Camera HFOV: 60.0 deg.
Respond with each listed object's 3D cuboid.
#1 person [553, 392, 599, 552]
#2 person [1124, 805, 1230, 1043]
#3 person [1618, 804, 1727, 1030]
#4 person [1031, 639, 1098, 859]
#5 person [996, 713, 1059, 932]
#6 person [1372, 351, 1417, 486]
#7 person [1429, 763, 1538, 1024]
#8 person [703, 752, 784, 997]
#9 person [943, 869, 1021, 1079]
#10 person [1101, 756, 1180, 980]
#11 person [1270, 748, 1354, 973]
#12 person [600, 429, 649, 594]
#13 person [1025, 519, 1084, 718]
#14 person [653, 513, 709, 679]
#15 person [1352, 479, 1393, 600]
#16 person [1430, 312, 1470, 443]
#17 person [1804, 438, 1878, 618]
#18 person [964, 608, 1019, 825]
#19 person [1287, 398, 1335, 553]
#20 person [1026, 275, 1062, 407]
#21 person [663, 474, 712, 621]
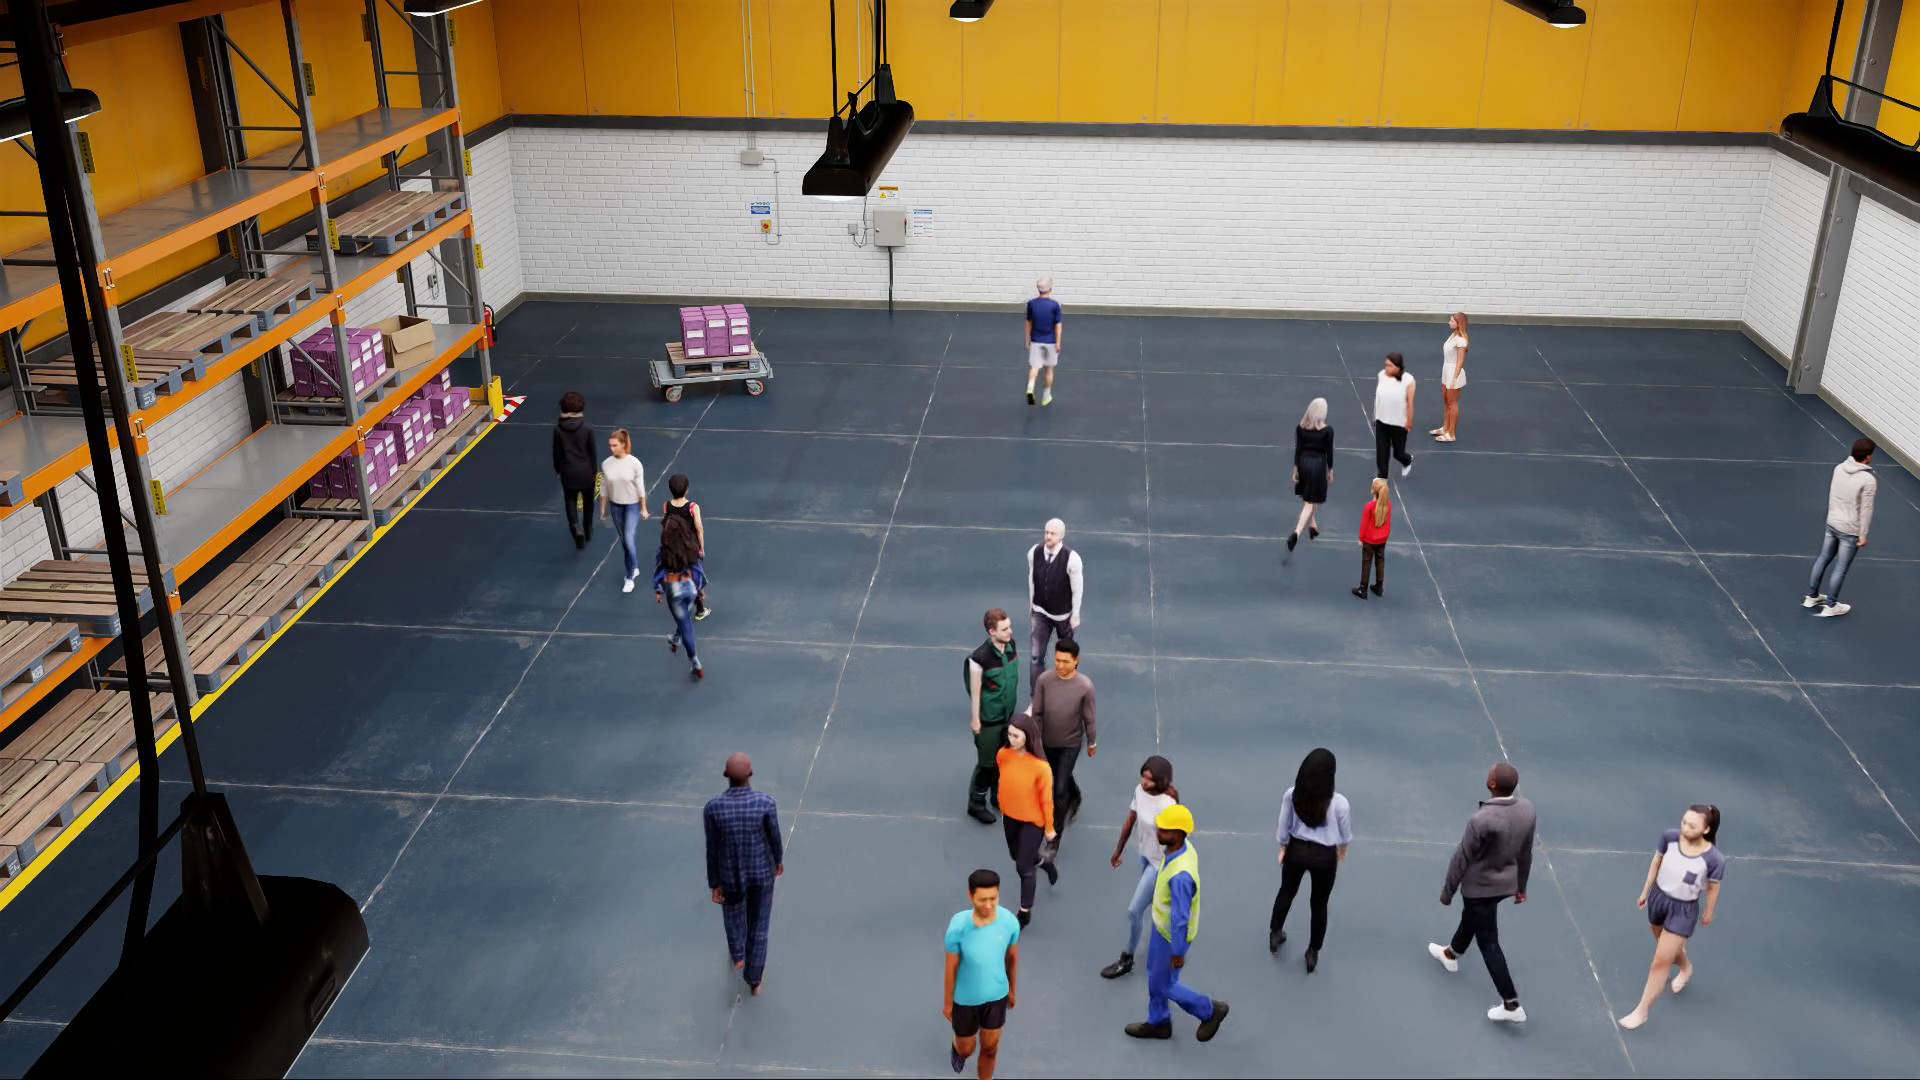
[{"bbox_3d":[-4.175,-0.727,18.141,0.800,1.758,1.118,-3,24,-8],"label":"person"},{"bbox_3d":[1.445,2.497,10.713,0.754,1.801,0.837,1,24,1],"label":"person"},{"bbox_3d":[4.803,2.442,11.075,1.037,1.612,1.068,-13,27,-28],"label":"person"},{"bbox_3d":[0.830,1.535,13.007,1.193,1.727,0.916,3,24,6],"label":"person"},{"bbox_3d":[0.515,1.980,11.989,0.971,1.727,1.094,18,29,35],"label":"person"},{"bbox_3d":[5.224,-1.466,19.937,0.958,1.675,0.897,-21,31,-39],"label":"person"},{"bbox_3d":[3.573,2.368,11.037,1.128,1.777,1.323,-12,26,-25],"label":"person"},{"bbox_3d":[-1.435,2.280,11.210,0.722,1.800,0.846,-1,24,-2],"label":"person"},{"bbox_3d":[0.092,2.740,10.208,0.804,1.760,0.968,-6,24,-13],"label":"person"},{"bbox_3d":[1.417,2.219,11.482,0.913,1.696,0.960,-9,25,-20],"label":"person"},{"bbox_3d":[2.432,2.228,11.406,0.738,1.739,0.727,8,25,18],"label":"person"},{"bbox_3d":[-3.456,-0.351,17.353,0.721,1.702,0.880,7,24,15],"label":"person"},{"bbox_3d":[0.890,0.647,14.976,0.988,1.776,1.307,11,26,24],"label":"person"},{"bbox_3d":[-2.551,0.538,15.464,0.997,1.585,1.087,-15,28,-30],"label":"person"},{"bbox_3d":[4.268,-0.021,17.121,0.565,1.281,0.593,-9,25,-20],"label":"person"},{"bbox_3d":[6.348,-2.115,21.394,0.641,1.697,0.515,0,24,-1],"label":"person"},{"bbox_3d":[8.859,-0.141,16.686,0.797,1.850,0.656,-7,25,-15],"label":"person"},{"bbox_3d":[0.267,1.375,13.237,0.805,1.835,0.716,21,31,39],"label":"person"},{"bbox_3d":[3.811,-0.672,18.070,0.954,1.715,1.223,15,28,30],"label":"person"},{"bbox_3d":[1.113,-2.652,22.465,0.749,1.824,0.976,7,25,16],"label":"person"},{"bbox_3d":[-2.749,0.060,16.597,0.543,1.553,0.513,4,24,8],"label":"person"}]
